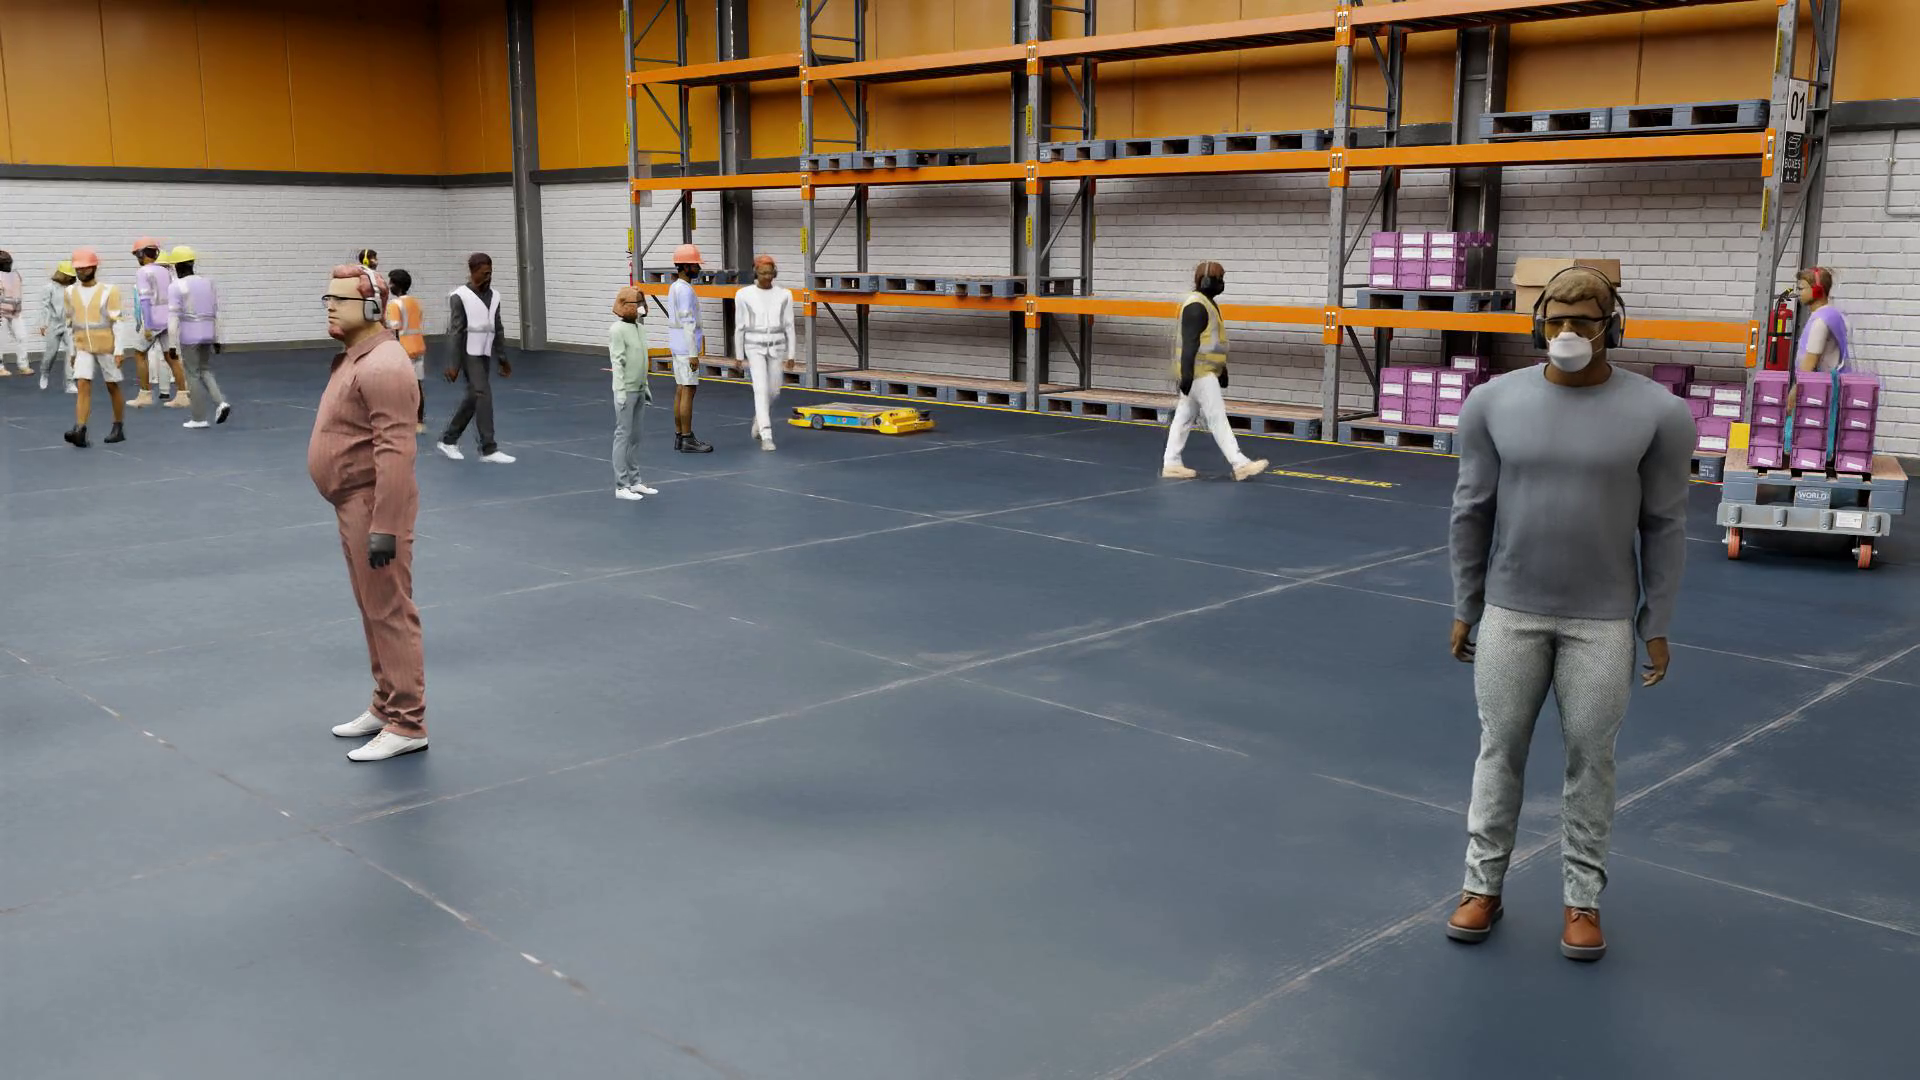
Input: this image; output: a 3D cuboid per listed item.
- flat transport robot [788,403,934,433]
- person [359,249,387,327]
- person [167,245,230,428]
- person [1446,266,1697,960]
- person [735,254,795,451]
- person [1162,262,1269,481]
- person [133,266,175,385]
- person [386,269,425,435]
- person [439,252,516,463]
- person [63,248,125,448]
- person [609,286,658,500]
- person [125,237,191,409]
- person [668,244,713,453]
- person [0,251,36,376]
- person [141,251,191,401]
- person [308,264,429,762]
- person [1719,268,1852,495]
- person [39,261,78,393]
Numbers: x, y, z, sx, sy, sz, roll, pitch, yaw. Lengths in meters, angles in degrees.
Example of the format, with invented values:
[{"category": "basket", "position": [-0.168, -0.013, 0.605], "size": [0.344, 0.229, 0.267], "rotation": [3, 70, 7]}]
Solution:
[{"category": "flat transport robot", "position": [-1.044, -1.286, 17.385], "size": [1.431, 0.197, 0.652], "rotation": [7, 12, 33]}, {"category": "person", "position": [-7.764, -2.935, 22.119], "size": [0.935, 1.824, 0.535], "rotation": [-2, 11, -12]}, {"category": "person", "position": [-8.022, -2.115, 17.426], "size": [0.434, 1.913, 0.620], "rotation": [4, 11, 21]}, {"category": "person", "position": [1.690, 0.210, 4.677], "size": [0.628, 1.939, 0.374], "rotation": [5, 12, 25]}, {"category": "person", "position": [-1.881, -1.806, 15.942], "size": [0.583, 1.853, 0.836], "rotation": [-4, 11, -21]}, {"category": "person", "position": [2.109, -1.382, 13.735], "size": [0.932, 1.795, 0.658], "rotation": [3, 11, 16]}, {"category": "person", "position": [-10.950, -2.931, 22.622], "size": [0.314, 1.639, 0.517], "rotation": [9, 14, 41]}, {"category": "person", "position": [-5.614, -1.883, 16.767], "size": [0.396, 1.682, 0.556], "rotation": [3, 11, 14]}, {"category": "person", "position": [-4.397, -1.638, 14.924], "size": [0.833, 1.881, 0.606], "rotation": [3, 11, 16]}, {"category": "person", "position": [-8.322, -1.832, 15.939], "size": [0.569, 1.888, 0.957], "rotation": [-1, 10, -4]}, {"category": "person", "position": [-2.528, -1.135, 12.842], "size": [0.279, 1.634, 0.499], "rotation": [3, 11, 14]}, {"category": "person", "position": [-9.436, -2.521, 19.405], "size": [0.818, 1.994, 0.630], "rotation": [1, 10, 7]}, {"category": "person", "position": [-2.531, -1.781, 15.539], "size": [0.360, 1.938, 0.545], "rotation": [-4, 11, -20]}, {"category": "person", "position": [-13.704, -3.246, 23.903], "size": [0.748, 1.799, 0.645], "rotation": [4, 11, 22]}, {"category": "person", "position": [-9.693, -2.614, 20.362], "size": [0.590, 1.835, 0.404], "rotation": [-6, 12, -31]}, {"category": "person", "position": [-2.307, -0.107, 6.478], "size": [0.409, 1.911, 0.651], "rotation": [-5, 12, -27]}, {"category": "person", "position": [5.983, -1.021, 11.797], "size": [0.965, 1.783, 0.562], "rotation": [5, 11, 23]}, {"category": "person", "position": [-11.642, -2.752, 21.460], "size": [0.723, 1.696, 0.567], "rotation": [8, 13, 36]}]
